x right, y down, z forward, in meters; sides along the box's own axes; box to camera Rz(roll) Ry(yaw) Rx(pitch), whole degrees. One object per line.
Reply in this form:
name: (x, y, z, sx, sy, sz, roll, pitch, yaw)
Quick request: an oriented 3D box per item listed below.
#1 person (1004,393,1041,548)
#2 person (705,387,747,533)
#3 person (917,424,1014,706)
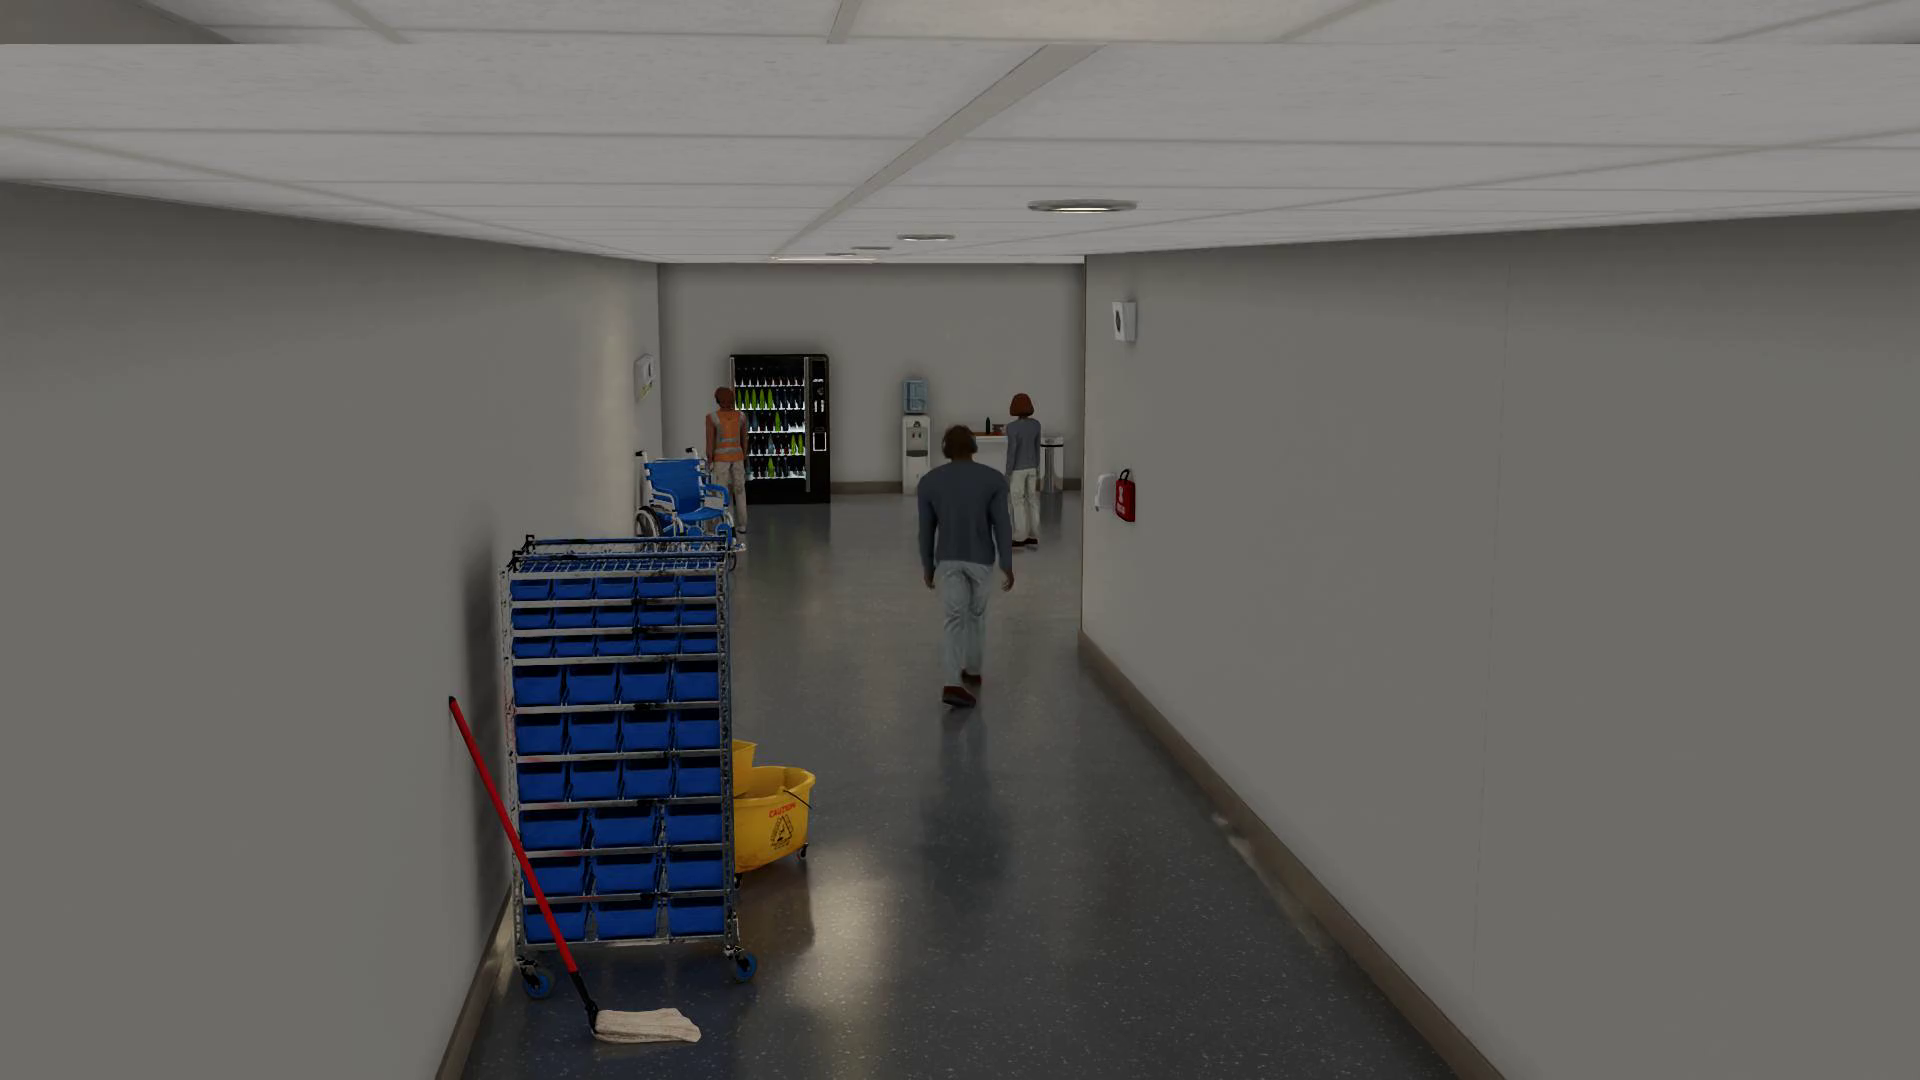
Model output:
person: (0.653, -0.728, 17.531, 0.271, 1.632, 0.508, 9, 13, 43)
person: (-2.576, -0.868, 18.384, 0.515, 1.641, 0.315, -6, 11, -34)
person: (0.029, 0.162, 11.279, 0.656, 1.880, 1.004, 1, 9, 4)
